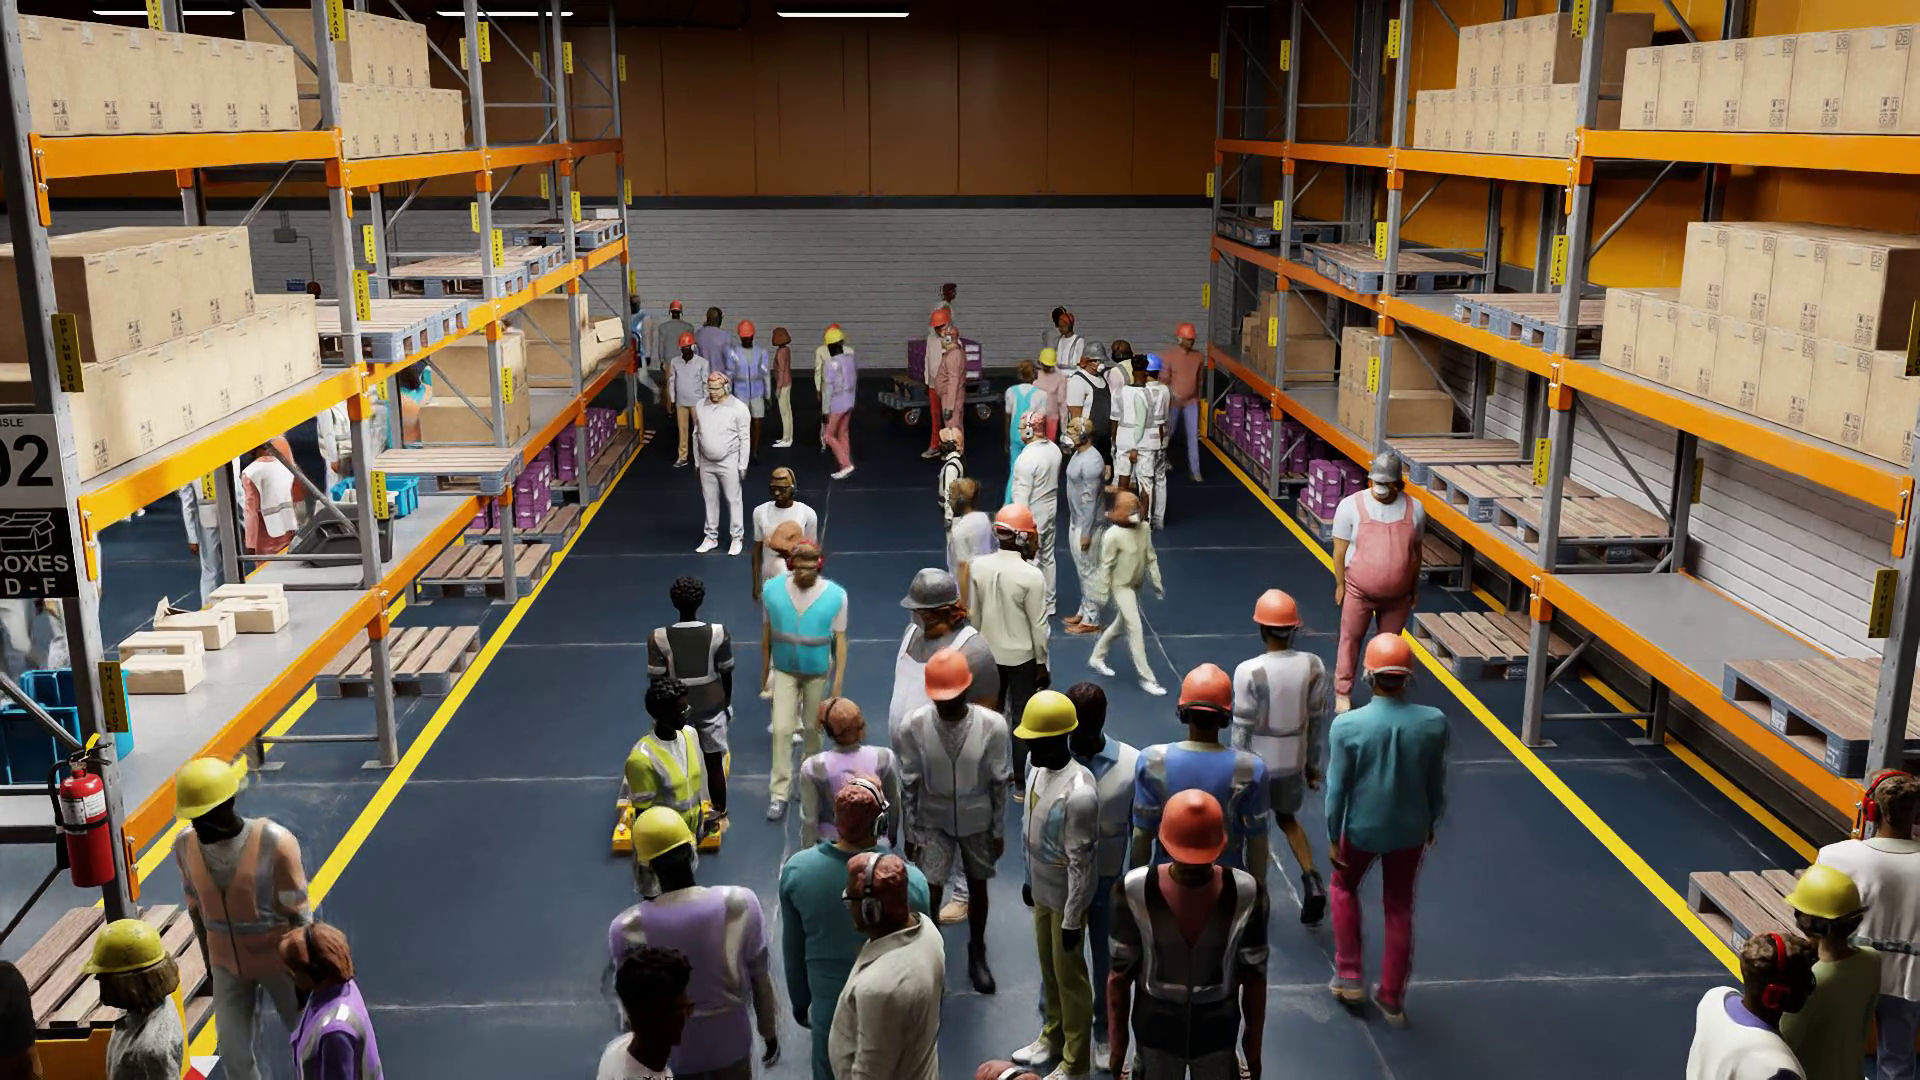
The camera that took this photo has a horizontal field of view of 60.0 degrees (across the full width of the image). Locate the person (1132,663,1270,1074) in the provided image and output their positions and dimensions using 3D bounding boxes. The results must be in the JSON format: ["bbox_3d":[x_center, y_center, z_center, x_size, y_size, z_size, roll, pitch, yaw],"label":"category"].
[{"bbox_3d":[1.097,1.550,7.631,0.616,2.039,0.386,3,15,12],"label":"person"}]

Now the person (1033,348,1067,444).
[{"bbox_3d":[1.022,-1.447,20.008,0.523,1.735,0.547,1,14,5],"label":"person"}]

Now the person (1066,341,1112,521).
[{"bbox_3d":[1.472,-1.206,18.452,0.535,2.000,0.681,8,16,29],"label":"person"}]

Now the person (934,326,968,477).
[{"bbox_3d":[-0.119,-1.720,20.741,0.400,1.907,0.645,2,14,8],"label":"person"}]

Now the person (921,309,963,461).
[{"bbox_3d":[-0.241,-2.037,21.824,0.609,1.986,0.390,12,18,38],"label":"person"}]

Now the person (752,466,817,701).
[{"bbox_3d":[-1.346,0.338,12.780,0.514,1.845,0.336,1,14,5],"label":"person"}]

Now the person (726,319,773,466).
[{"bbox_3d":[-2.696,-1.873,21.308,0.566,1.913,0.527,-3,15,-13],"label":"person"}]

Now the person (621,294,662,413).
[{"bbox_3d":[-4.886,-2.853,25.364,0.637,1.822,0.605,8,17,30],"label":"person"}]

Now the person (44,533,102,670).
[{"bbox_3d":[-6.720,0.354,12.562,0.378,1.926,0.636,2,14,10],"label":"person"}]

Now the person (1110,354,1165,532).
[{"bbox_3d":[1.912,-1.035,17.959,0.599,1.958,0.374,4,15,15],"label":"person"}]

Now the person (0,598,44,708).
[{"bbox_3d":[-7.180,0.401,12.415,0.606,1.905,0.455,-4,15,-14],"label":"person"}]

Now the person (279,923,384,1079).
[{"bbox_3d":[-2.256,2.153,6.085,0.320,1.631,0.527,-6,15,-22],"label":"person"}]

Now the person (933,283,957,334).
[{"bbox_3d":[-0.132,-3.232,26.839,0.637,1.828,0.563,1,14,3],"label":"person"}]

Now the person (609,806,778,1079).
[{"bbox_3d":[-1.001,1.964,6.349,0.634,1.872,0.841,-2,14,-7],"label":"person"}]

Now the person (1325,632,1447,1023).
[{"bbox_3d":[2.103,1.419,8.292,0.630,1.975,0.544,0,14,-1],"label":"person"}]

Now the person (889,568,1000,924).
[{"bbox_3d":[-0.144,1.132,9.275,0.535,2.000,0.685,-13,19,-42],"label":"person"}]

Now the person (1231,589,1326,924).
[{"bbox_3d":[1.757,1.226,9.159,0.550,1.920,0.655,-5,15,-20],"label":"person"}]

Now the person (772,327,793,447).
[{"bbox_3d":[-2.432,-2.086,22.722,0.282,1.633,0.500,1,14,4],"label":"person"}]

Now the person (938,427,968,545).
[{"bbox_3d":[-0.052,-0.242,15.487,0.314,1.632,0.516,2,14,9],"label":"person"}]

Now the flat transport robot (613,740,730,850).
[{"bbox_3d":[-1.860,1.629,10.854,0.652,0.197,1.431,-1,14,-5],"label":"flat transport robot"}]

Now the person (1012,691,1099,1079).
[{"bbox_3d":[0.434,1.606,7.660,0.396,1.920,0.587,-5,15,-17],"label":"person"}]

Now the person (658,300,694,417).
[{"bbox_3d":[-4.247,-2.720,24.989,0.566,1.743,0.346,-3,15,-12],"label":"person"}]

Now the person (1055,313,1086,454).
[{"bbox_3d":[1.453,-2.103,22.311,0.374,1.879,0.584,-9,17,-32],"label":"person"}]

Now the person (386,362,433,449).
[{"bbox_3d":[-5.970,-1.073,18.285,1.009,1.873,0.596,9,17,32],"label":"person"}]

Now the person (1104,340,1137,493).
[{"bbox_3d":[1.946,-1.488,19.984,0.430,1.836,0.630,10,17,34],"label":"person"}]

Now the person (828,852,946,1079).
[{"bbox_3d":[-0.273,2.029,6.050,0.403,1.897,0.654,3,15,12],"label":"person"}]

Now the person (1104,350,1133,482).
[{"bbox_3d":[2.005,-1.556,20.512,0.532,1.697,0.322,2,14,8],"label":"person"}]

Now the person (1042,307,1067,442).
[{"bbox_3d":[1.377,-2.296,23.074,0.513,1.872,0.328,9,17,31],"label":"person"}]

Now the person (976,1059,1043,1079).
[{"bbox_3d":[0.153,2.367,4.726,0.400,1.898,0.647,10,17,34],"label":"person"}]

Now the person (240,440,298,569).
[{"bbox_3d":[-5.856,-0.047,14.179,0.398,1.908,0.599,3,15,13],"label":"person"}]
